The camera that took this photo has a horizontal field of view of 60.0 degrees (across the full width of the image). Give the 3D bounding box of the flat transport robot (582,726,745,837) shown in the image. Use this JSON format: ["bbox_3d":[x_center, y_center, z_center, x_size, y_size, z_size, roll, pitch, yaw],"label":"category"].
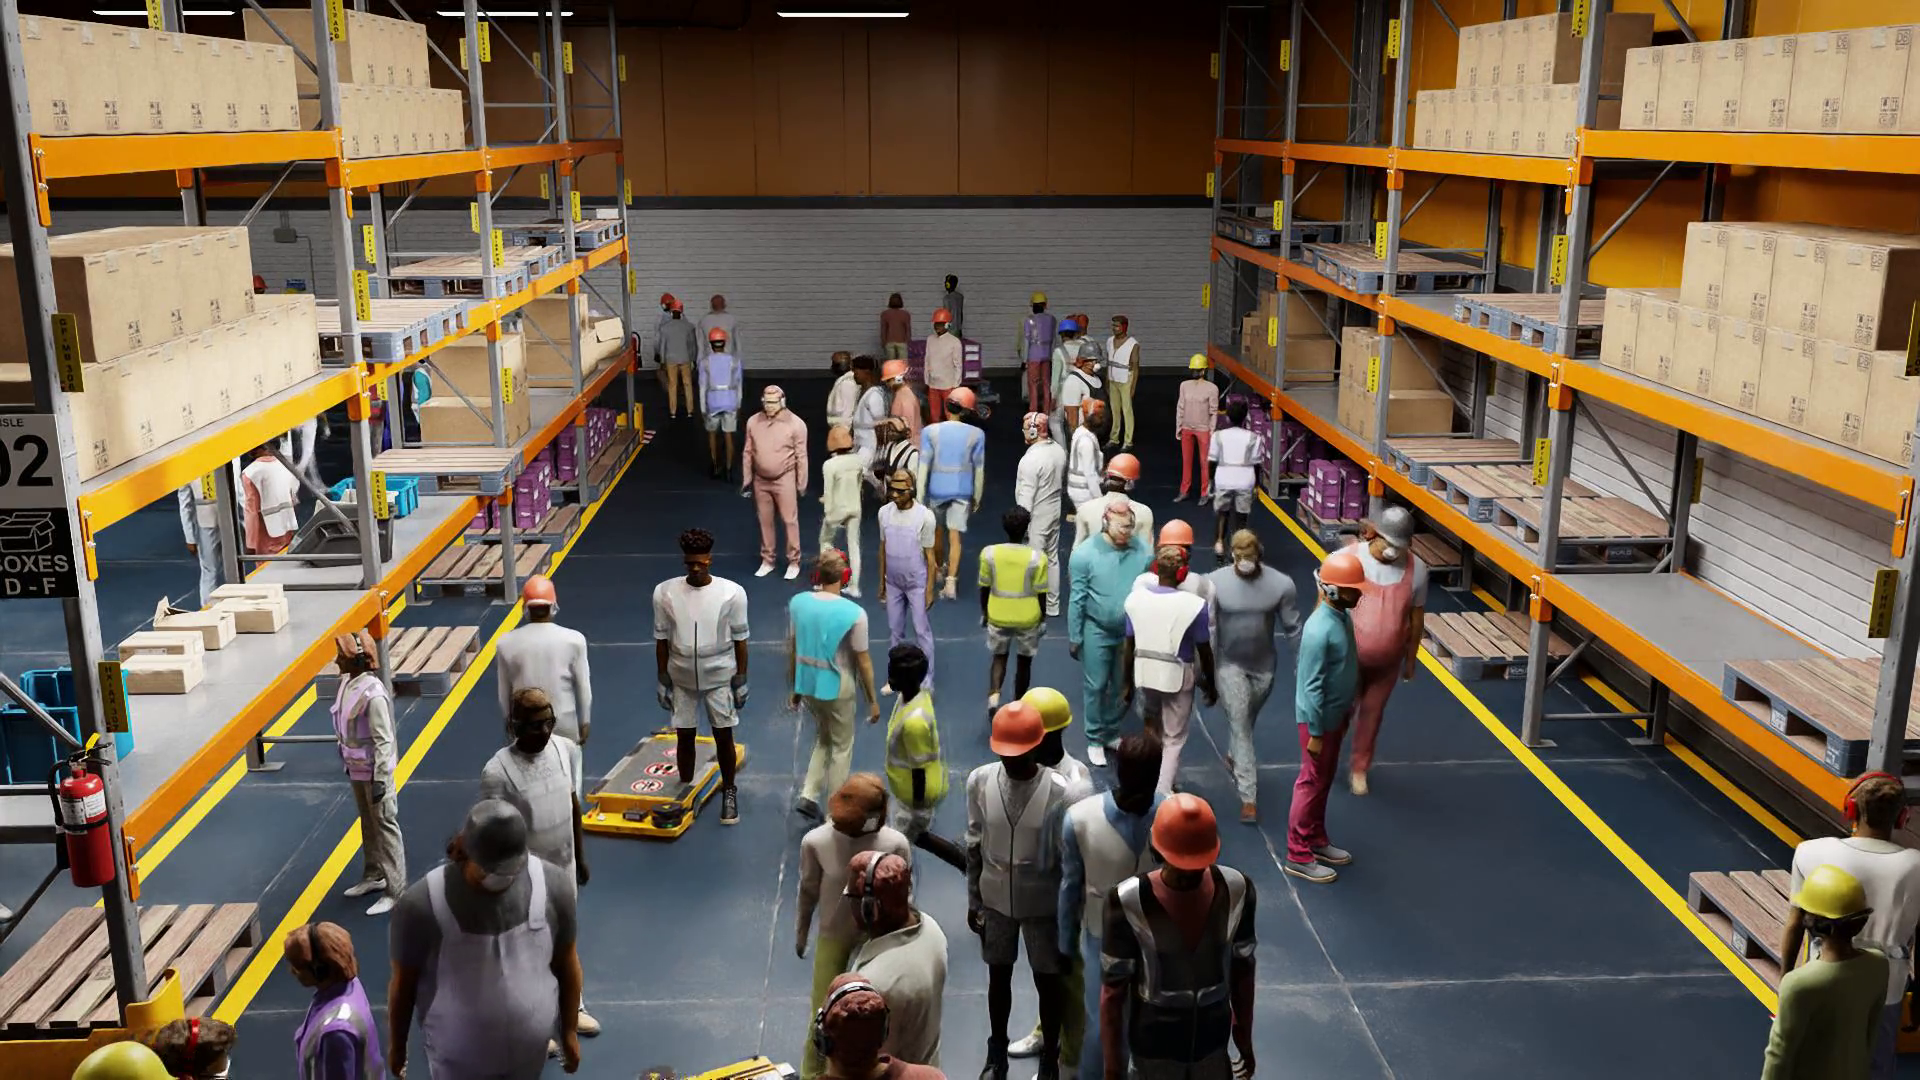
[{"bbox_3d":[-1.952,1.580,11.045,0.652,0.197,1.431,3,15,10],"label":"flat transport robot"}]

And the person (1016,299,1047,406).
[{"bbox_3d":[1.062,-2.971,26.025,0.700,1.728,0.475,12,19,39],"label":"person"}]

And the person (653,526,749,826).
[{"bbox_3d":[-1.626,0.862,10.514,0.598,1.958,0.373,0,14,1],"label":"person"}]

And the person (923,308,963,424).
[{"bbox_3d":[-0.242,-2.041,21.824,0.623,1.995,0.387,11,18,38],"label":"person"}]

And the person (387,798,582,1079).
[{"bbox_3d":[-1.825,1.851,6.454,0.728,2.000,1.019,-8,16,-28],"label":"person"}]

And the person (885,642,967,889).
[{"bbox_3d":[-0.164,1.352,9.118,0.682,1.676,0.541,0,14,0],"label":"person"}]

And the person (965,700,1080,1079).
[{"bbox_3d":[0.270,1.636,7.528,0.543,1.929,0.386,5,15,20],"label":"person"}]

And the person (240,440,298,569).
[{"bbox_3d":[-5.862,-0.047,14.179,0.410,1.908,0.598,3,15,12],"label":"person"}]

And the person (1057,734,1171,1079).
[{"bbox_3d":[0.737,1.730,7.197,0.608,1.899,0.481,-2,14,-9],"label":"person"}]

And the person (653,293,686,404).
[{"bbox_3d":[-4.563,-2.998,26.077,0.595,1.746,0.362,-11,18,-37],"label":"person"}]

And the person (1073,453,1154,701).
[{"bbox_3d":[1.158,0.317,12.605,0.719,1.971,0.447,7,16,26],"label":"person"}]

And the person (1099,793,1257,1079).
[{"bbox_3d":[0.833,1.900,6.299,0.612,2.029,0.407,-3,15,-13],"label":"person"}]

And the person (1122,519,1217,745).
[{"bbox_3d":[1.358,0.843,10.722,0.602,1.895,0.805,0,14,1],"label":"person"}]

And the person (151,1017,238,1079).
[{"bbox_3d":[-2.404,2.299,5.173,0.642,1.799,0.625,-7,16,-26],"label":"person"}]

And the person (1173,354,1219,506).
[{"bbox_3d":[2.739,-1.280,19.285,0.525,1.772,0.305,10,17,34],"label":"person"}]

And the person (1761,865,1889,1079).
[{"bbox_3d":[3.186,2.053,6.221,0.526,1.762,0.339,-6,16,-23],"label":"person"}]

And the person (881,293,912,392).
[{"bbox_3d":[-1.046,-3.226,27.204,0.522,1.632,0.288,2,14,9],"label":"person"}]

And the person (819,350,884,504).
[{"bbox_3d":[-1.246,-1.291,19.226,0.741,1.825,0.645,-1,14,-4],"label":"person"}]

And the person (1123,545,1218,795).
[{"bbox_3d":[1.305,0.925,10.582,0.576,1.814,0.853,11,18,36],"label":"person"}]

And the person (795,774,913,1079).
[{"bbox_3d":[-0.478,1.813,7.509,0.535,1.600,0.599,-1,14,-3],"label":"person"}]

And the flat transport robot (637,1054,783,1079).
[{"bbox_3d":[-0.851,2.598,7.050,0.652,0.197,1.431,-8,16,-28],"label":"flat transport robot"}]

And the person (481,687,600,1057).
[{"bbox_3d":[-2.013,1.572,7.965,0.353,1.842,0.509,12,19,40],"label":"person"}]

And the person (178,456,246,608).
[{"bbox_3d":[-6.449,-0.102,14.397,0.391,1.905,0.599,9,17,32],"label":"person"}]

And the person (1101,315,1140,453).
[{"bbox_3d":[2.181,-2.101,22.354,0.384,1.845,0.565,-11,18,-37],"label":"person"}]

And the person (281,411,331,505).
[{"bbox_3d":[-7.701,-1.343,19.438,0.523,1.828,0.911,5,15,20],"label":"person"}]

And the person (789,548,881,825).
[{"bbox_3d":[-0.793,0.959,10.391,0.599,1.821,0.454,11,18,36],"label":"person"}]

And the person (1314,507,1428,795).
[{"bbox_3d":[2.684,0.707,10.942,0.764,2.000,0.544,0,14,0],"label":"person"}]

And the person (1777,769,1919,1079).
[{"bbox_3d":[3.695,1.850,6.885,0.559,1.832,0.449,6,15,21],"label":"person"}]

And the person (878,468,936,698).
[{"bbox_3d":[-0.412,0.340,12.804,0.502,1.837,0.350,8,16,28],"label":"person"}]

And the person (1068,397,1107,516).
[{"bbox_3d":[1.231,-0.422,15.704,0.424,1.878,0.589,1,14,3],"label":"person"}]

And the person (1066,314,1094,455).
[{"bbox_3d":[1.630,-2.068,22.167,0.358,1.876,0.589,4,15,17],"label":"person"}]

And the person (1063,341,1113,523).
[{"bbox_3d":[1.430,-1.209,18.467,0.535,2.000,0.681,8,16,28],"label":"person"}]

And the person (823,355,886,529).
[{"bbox_3d":[-1.002,-1.077,18.230,0.979,1.915,0.610,-2,14,-9],"label":"person"}]

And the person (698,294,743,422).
[{"bbox_3d":[-3.559,-2.709,24.691,0.648,1.878,0.880,3,15,10],"label":"person"}]

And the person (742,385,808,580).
[{"bbox_3d":[-1.797,-0.564,16.227,0.664,1.906,0.405,5,15,18],"label":"person"}]

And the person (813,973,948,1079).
[{"bbox_3d":[-0.324,2.240,5.195,0.641,1.909,0.409,-8,16,-28],"label":"person"}]

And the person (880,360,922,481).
[{"bbox_3d":[-0.611,-0.934,17.575,0.472,1.948,0.663,-2,14,-8],"label":"person"}]

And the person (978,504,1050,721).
[{"bbox_3d":[0.390,0.573,12.169,0.538,1.681,0.436,4,15,17],"label":"person"}]

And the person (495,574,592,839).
[{"bbox_3d":[-2.531,1.056,10.175,0.568,1.733,0.365,-2,14,-7],"label":"person"}]

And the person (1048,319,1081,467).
[{"bbox_3d":[1.370,-1.860,21.284,0.683,1.905,0.599,-13,19,-42],"label":"person"}]

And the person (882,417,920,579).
[{"bbox_3d":[-0.562,-0.386,16.050,0.312,1.631,0.515,-10,17,-34],"label":"person"}]

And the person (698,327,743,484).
[{"bbox_3d":[-2.954,-1.675,20.576,0.554,1.903,0.734,-3,15,-12],"label":"person"}]

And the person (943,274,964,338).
[{"bbox_3d":[-0.143,-3.492,27.765,0.329,1.873,0.512,10,17,35],"label":"person"}]

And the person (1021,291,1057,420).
[{"bbox_3d":[1.162,-2.717,24.641,0.587,1.920,0.384,-9,17,-33],"label":"person"}]

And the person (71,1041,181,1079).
[{"bbox_3d":[-2.338,2.329,4.802,0.363,1.928,0.587,-9,17,-31],"label":"person"}]

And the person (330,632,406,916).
[{"bbox_3d":[-3.344,1.302,9.404,0.310,1.642,0.514,-11,18,-38],"label":"person"}]

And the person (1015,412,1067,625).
[{"bbox_3d":[0.684,-0.194,14.767,0.399,1.900,0.644,8,17,30],"label":"person"}]

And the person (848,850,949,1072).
[{"bbox_3d":[-0.269,2.029,6.054,0.399,1.893,0.656,4,15,15],"label":"person"}]

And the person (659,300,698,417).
[{"bbox_3d":[-4.219,-2.716,24.952,0.572,1.751,0.329,-3,15,-12],"label":"person"}]

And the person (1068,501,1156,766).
[{"bbox_3d":[1.066,0.640,11.538,0.665,1.885,0.420,-4,15,-17],"label":"person"}]

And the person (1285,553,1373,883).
[{"bbox_3d":[2.174,1.033,9.788,0.411,1.986,0.606,7,16,25],"label":"person"}]

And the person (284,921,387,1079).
[{"bbox_3d":[-2.244,2.151,6.096,0.312,1.632,0.526,-5,15,-20],"label":"person"}]

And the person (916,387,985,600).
[{"bbox_3d":[-0.092,-0.450,15.654,0.652,1.979,1.034,0,14,2],"label":"person"}]

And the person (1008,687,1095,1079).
[{"bbox_3d":[0.409,1.591,7.725,0.403,1.919,0.586,-6,15,-22],"label":"person"}]

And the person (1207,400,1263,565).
[{"bbox_3d":[2.745,-0.559,16.615,0.546,1.682,0.355,4,15,16],"label":"person"}]

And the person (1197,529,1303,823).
[{"bbox_3d":[1.892,0.823,10.847,0.700,1.874,1.069,0,14,0],"label":"person"}]

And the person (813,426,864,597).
[{"bbox_3d":[-1.139,-0.274,15.646,0.509,1.612,0.567,-12,18,-38],"label":"person"}]
